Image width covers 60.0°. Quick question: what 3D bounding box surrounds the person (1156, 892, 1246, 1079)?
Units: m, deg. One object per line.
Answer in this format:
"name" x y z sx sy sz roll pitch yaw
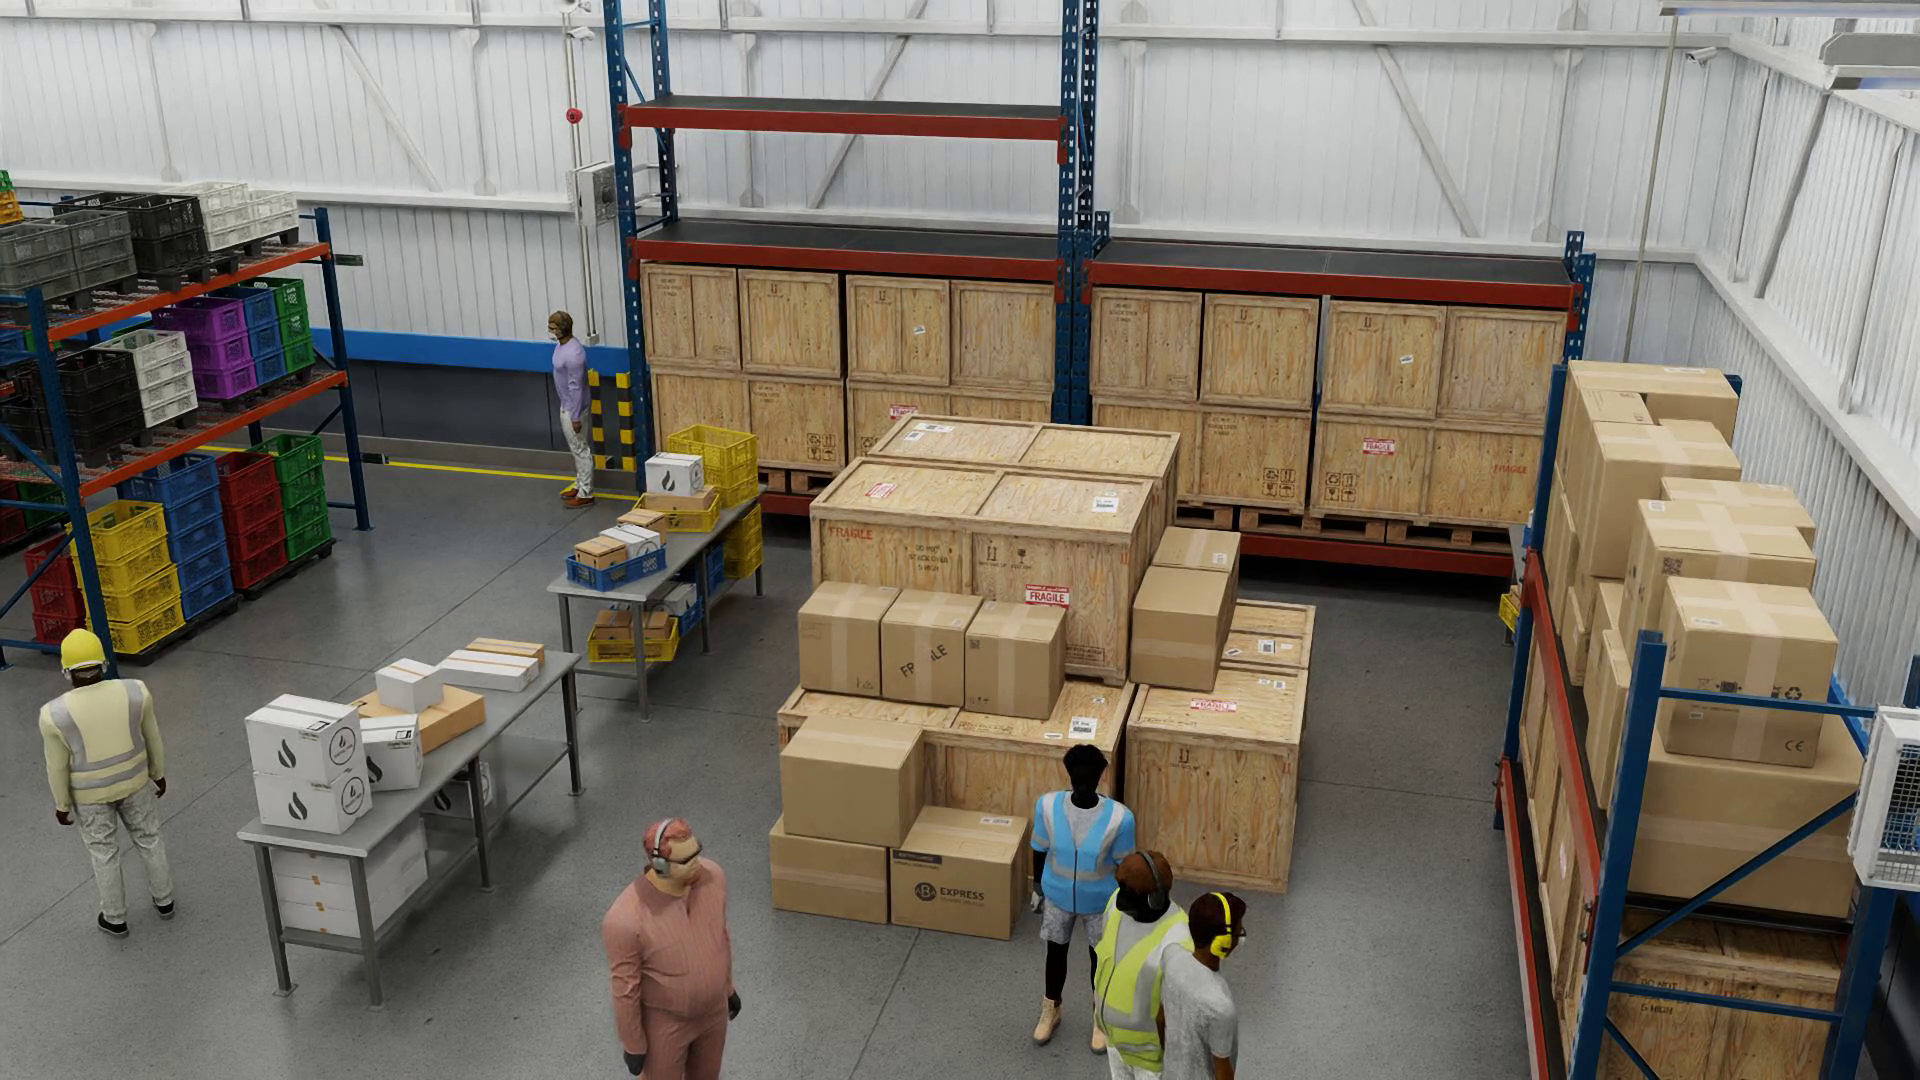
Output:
"person" 0.994 2.270 6.854 0.329 1.865 0.516 -10 23 -24

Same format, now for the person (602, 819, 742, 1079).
"person" -1.214 2.075 7.303 0.408 1.906 0.653 16 26 37

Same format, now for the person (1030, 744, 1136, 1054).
"person" 0.603 1.787 8.344 0.535 1.700 0.318 6 22 14

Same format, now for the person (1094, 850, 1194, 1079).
"person" 0.787 2.153 7.209 0.430 1.836 0.619 -10 23 -25

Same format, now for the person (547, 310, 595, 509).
"person" -3.730 -1.264 16.013 0.374 1.933 0.625 -8 22 -19

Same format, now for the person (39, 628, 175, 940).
"person" -4.760 1.352 9.297 0.602 1.830 0.404 -19 28 -41
